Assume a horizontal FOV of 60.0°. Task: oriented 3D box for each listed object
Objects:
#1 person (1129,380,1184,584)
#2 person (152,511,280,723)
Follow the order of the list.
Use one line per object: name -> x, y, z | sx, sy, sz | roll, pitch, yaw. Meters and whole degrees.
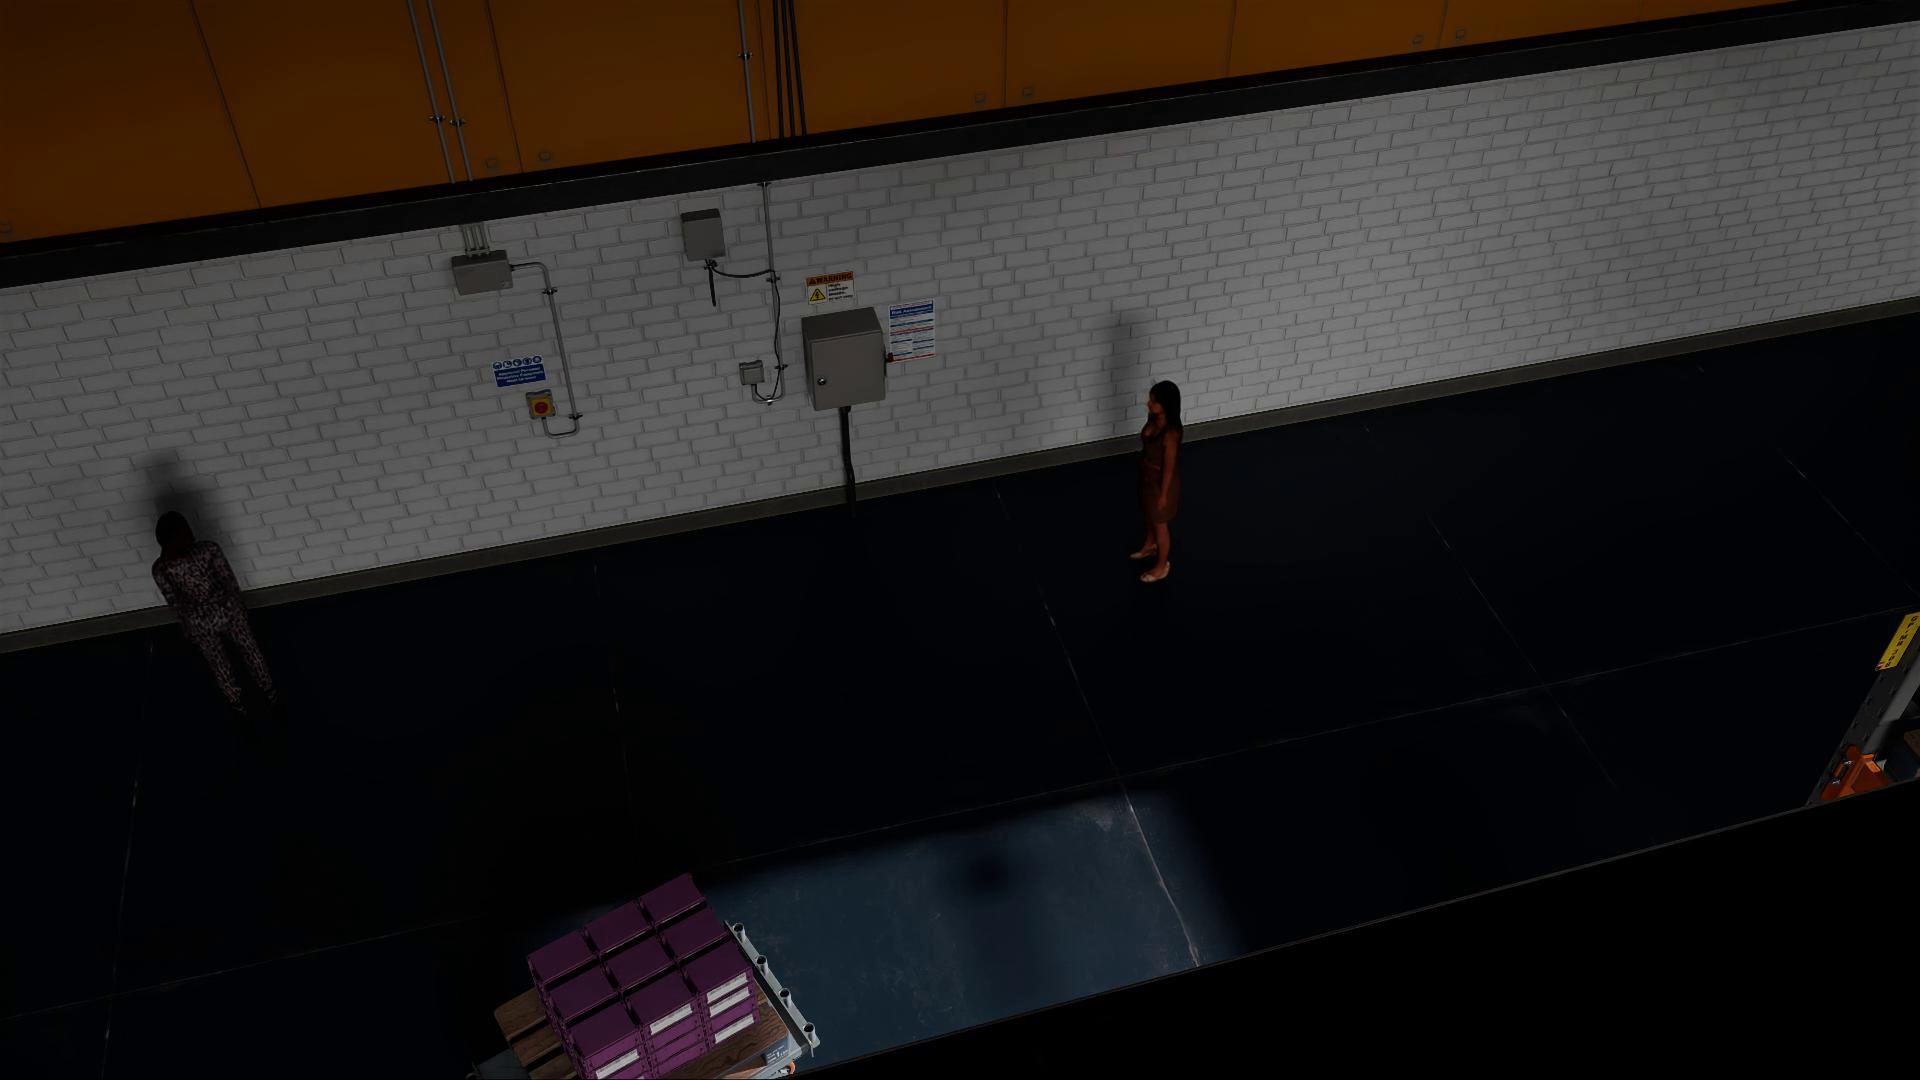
person -> 1.353, -0.408, 11.293 | 0.611, 1.685, 0.437 | -10, 45, -11
person -> -4.645, 0.477, 10.344 | 0.642, 1.713, 0.653 | -23, 48, -22
